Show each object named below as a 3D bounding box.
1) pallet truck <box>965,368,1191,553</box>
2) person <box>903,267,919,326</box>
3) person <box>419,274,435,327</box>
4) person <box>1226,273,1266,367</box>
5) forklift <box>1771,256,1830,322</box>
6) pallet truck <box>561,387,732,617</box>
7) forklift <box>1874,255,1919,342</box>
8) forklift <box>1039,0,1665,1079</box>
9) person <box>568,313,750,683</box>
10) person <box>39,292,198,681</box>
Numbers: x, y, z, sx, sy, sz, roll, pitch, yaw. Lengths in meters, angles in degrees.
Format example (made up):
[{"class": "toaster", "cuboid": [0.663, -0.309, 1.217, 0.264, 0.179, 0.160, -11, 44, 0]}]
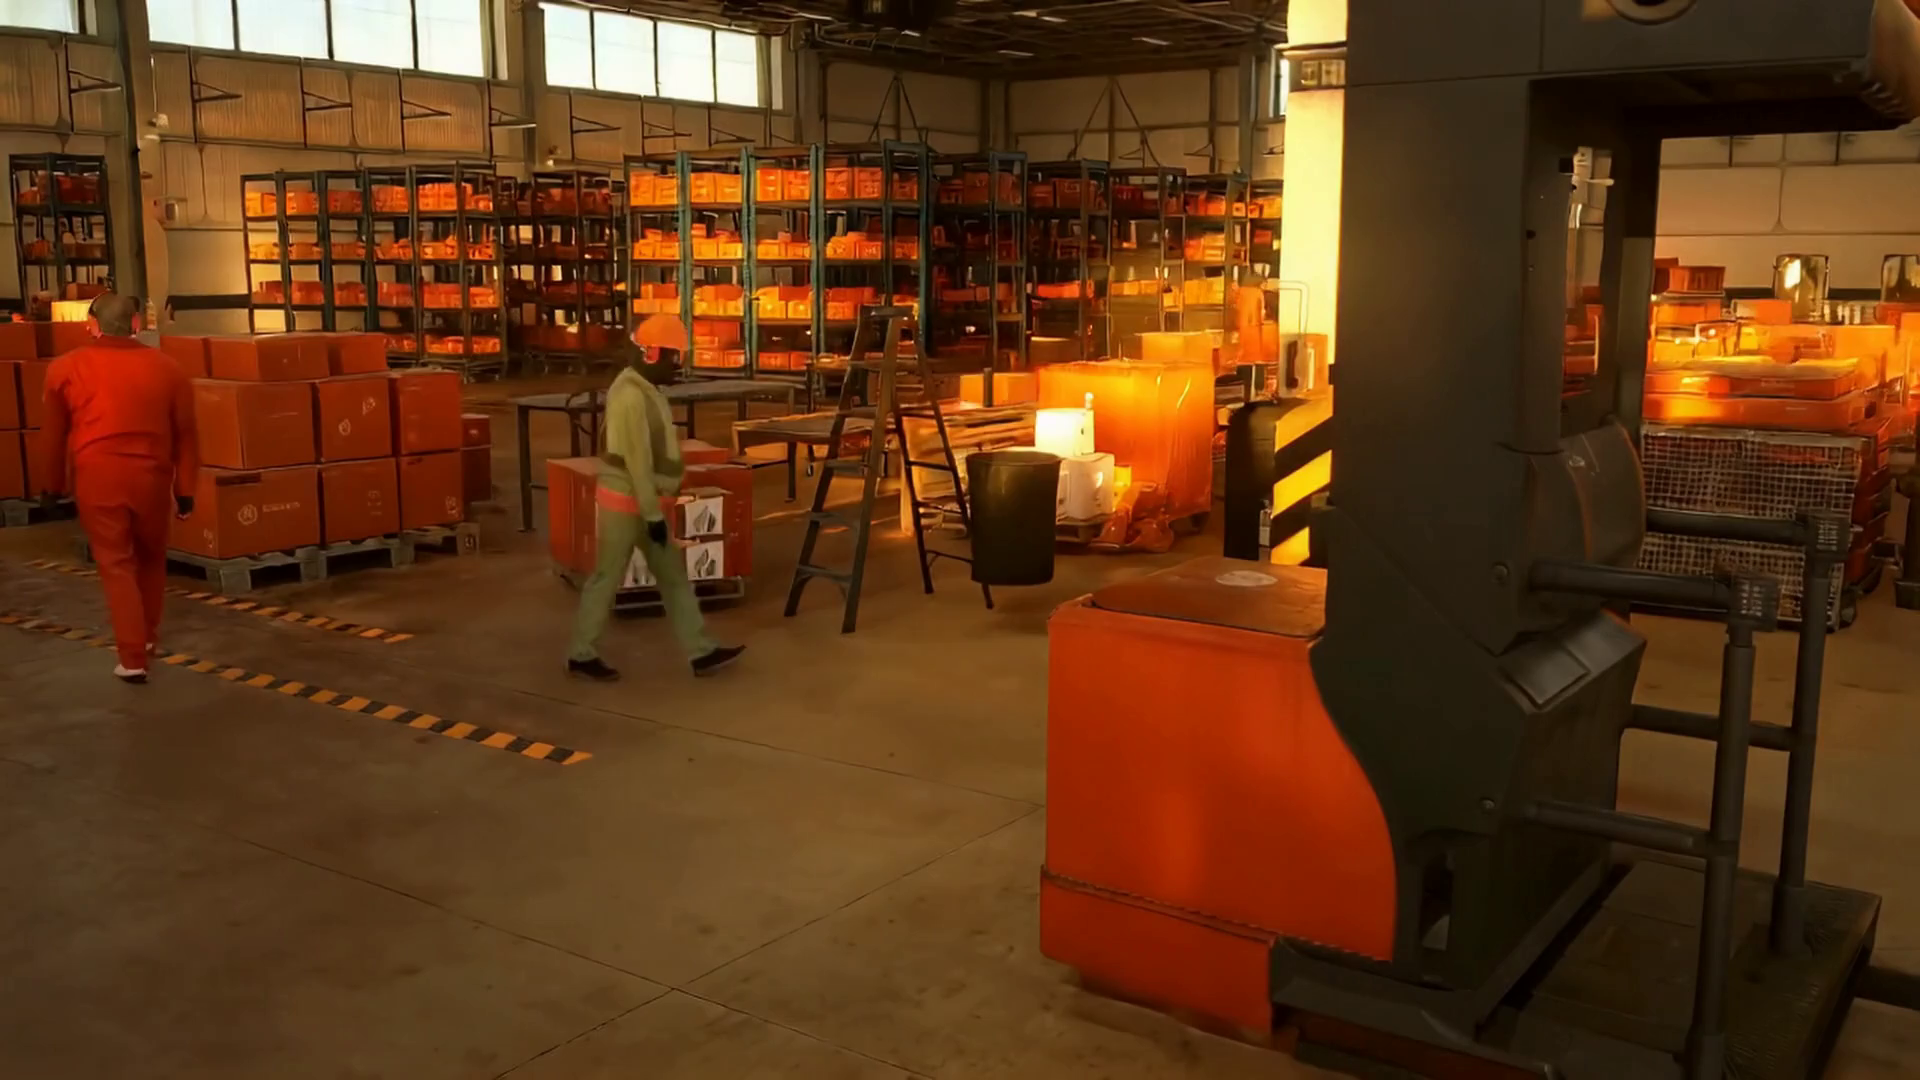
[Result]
[{"class": "pallet truck", "cuboid": [0.845, -0.609, 11.869, 1.630, 1.274, 0.653, 7, 12, 35]}, {"class": "person", "cuboid": [-0.979, -4.491, 32.800, 0.571, 2.029, 0.647, 7, 12, 35]}, {"class": "person", "cuboid": [-11.551, -4.892, 36.064, 0.359, 1.743, 0.563, 5, 11, 25]}, {"class": "person", "cuboid": [4.879, -3.597, 28.139, 0.760, 1.816, 0.576, -9, 13, -42]}, {"class": "forklift", "cuboid": [20.253, -5.854, 40.139, 1.157, 1.987, 2.680, 7, 12, 35]}, {"class": "pallet truck", "cuboid": [-1.981, -0.274, 10.088, 0.680, 1.201, 1.601, -5, 11, -28]}, {"class": "forklift", "cuboid": [22.089, -5.634, 38.796, 1.157, 1.987, 2.680, 6, 11, 33]}, {"class": "forklift", "cuboid": [1.249, -0.137, 4.360, 1.873, 2.768, 1.129, 7, 12, 35]}, {"class": "person", "cuboid": [-1.484, -0.191, 7.975, 0.918, 1.768, 0.635, 1, 10, 4]}, {"class": "person", "cuboid": [-4.167, -0.279, 8.228, 0.663, 1.867, 0.960, -8, 12, -38]}]
